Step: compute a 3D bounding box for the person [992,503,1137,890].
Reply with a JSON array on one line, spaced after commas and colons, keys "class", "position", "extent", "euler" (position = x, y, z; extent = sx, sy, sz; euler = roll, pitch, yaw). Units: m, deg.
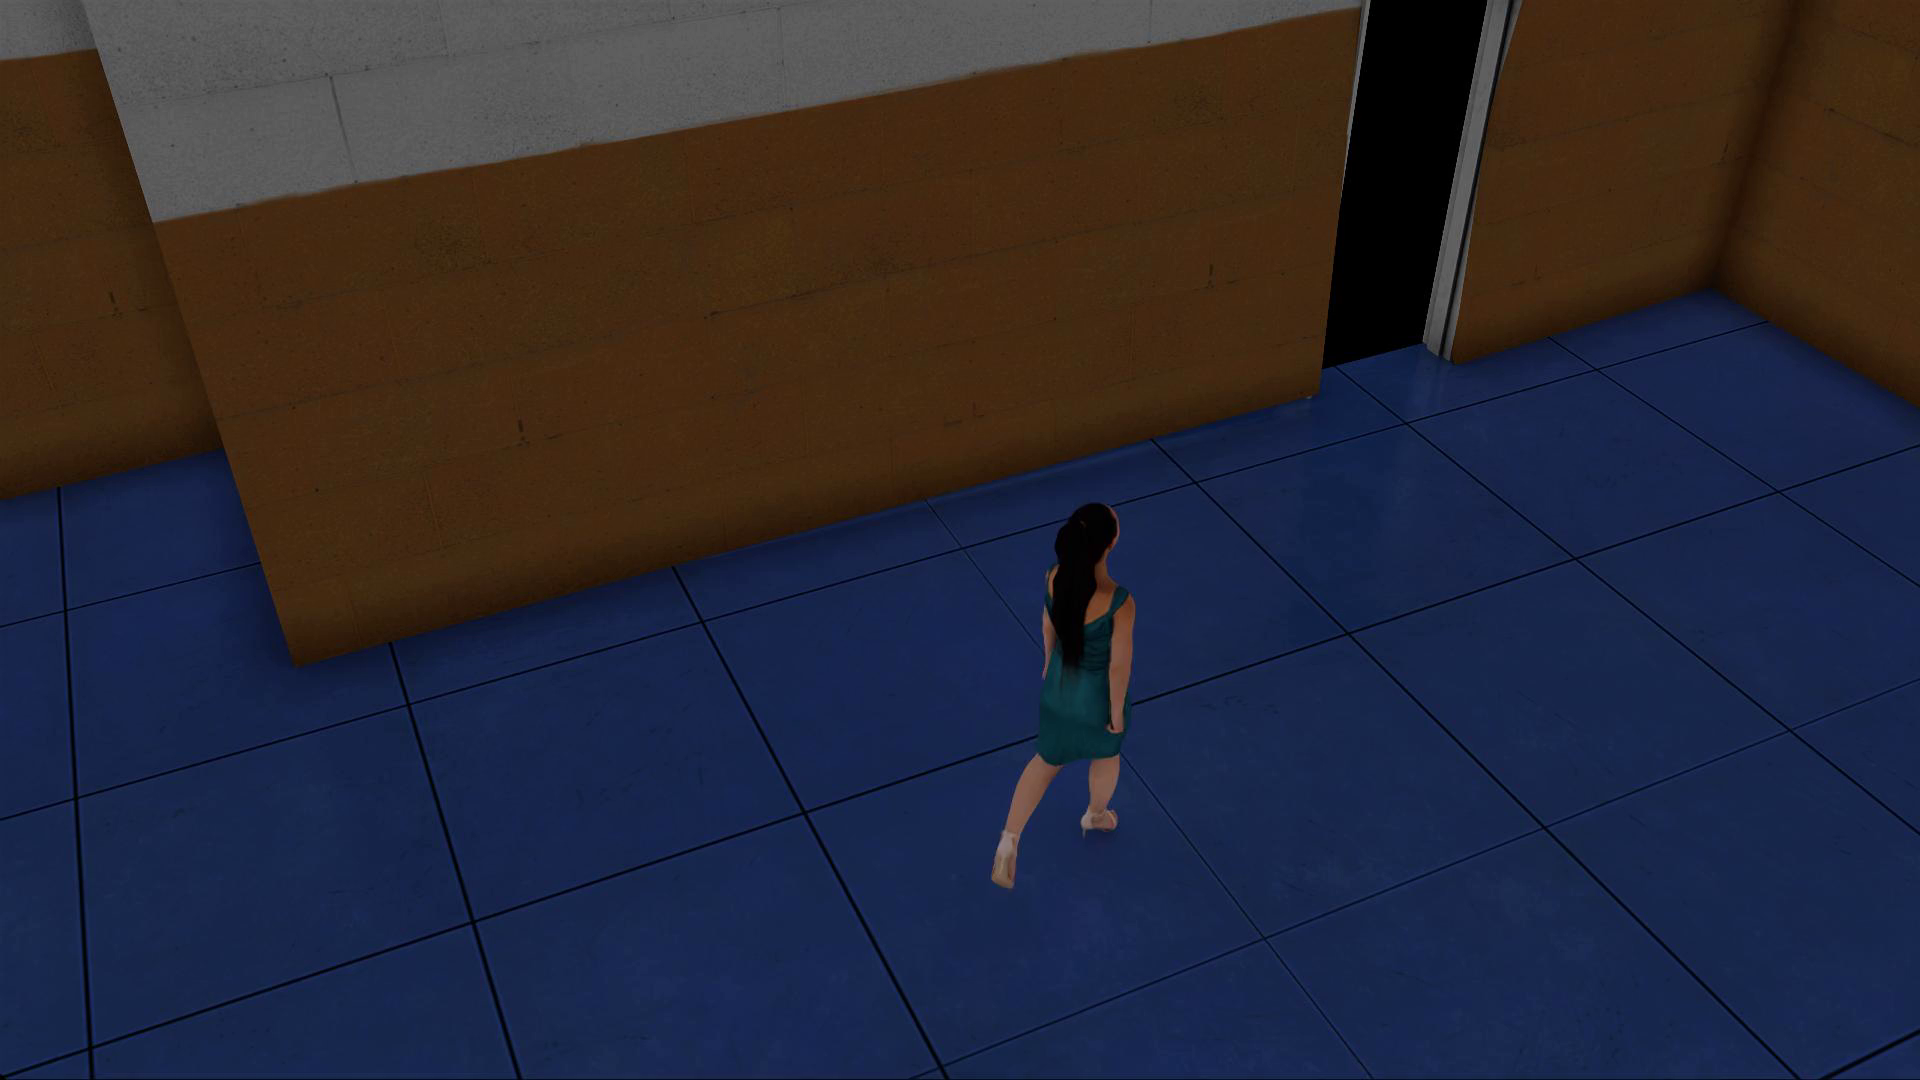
[{"class": "person", "position": [0.389, 0.611, 5.999], "extent": [0.985, 1.662, 0.897], "euler": [25, 44, 30]}]
